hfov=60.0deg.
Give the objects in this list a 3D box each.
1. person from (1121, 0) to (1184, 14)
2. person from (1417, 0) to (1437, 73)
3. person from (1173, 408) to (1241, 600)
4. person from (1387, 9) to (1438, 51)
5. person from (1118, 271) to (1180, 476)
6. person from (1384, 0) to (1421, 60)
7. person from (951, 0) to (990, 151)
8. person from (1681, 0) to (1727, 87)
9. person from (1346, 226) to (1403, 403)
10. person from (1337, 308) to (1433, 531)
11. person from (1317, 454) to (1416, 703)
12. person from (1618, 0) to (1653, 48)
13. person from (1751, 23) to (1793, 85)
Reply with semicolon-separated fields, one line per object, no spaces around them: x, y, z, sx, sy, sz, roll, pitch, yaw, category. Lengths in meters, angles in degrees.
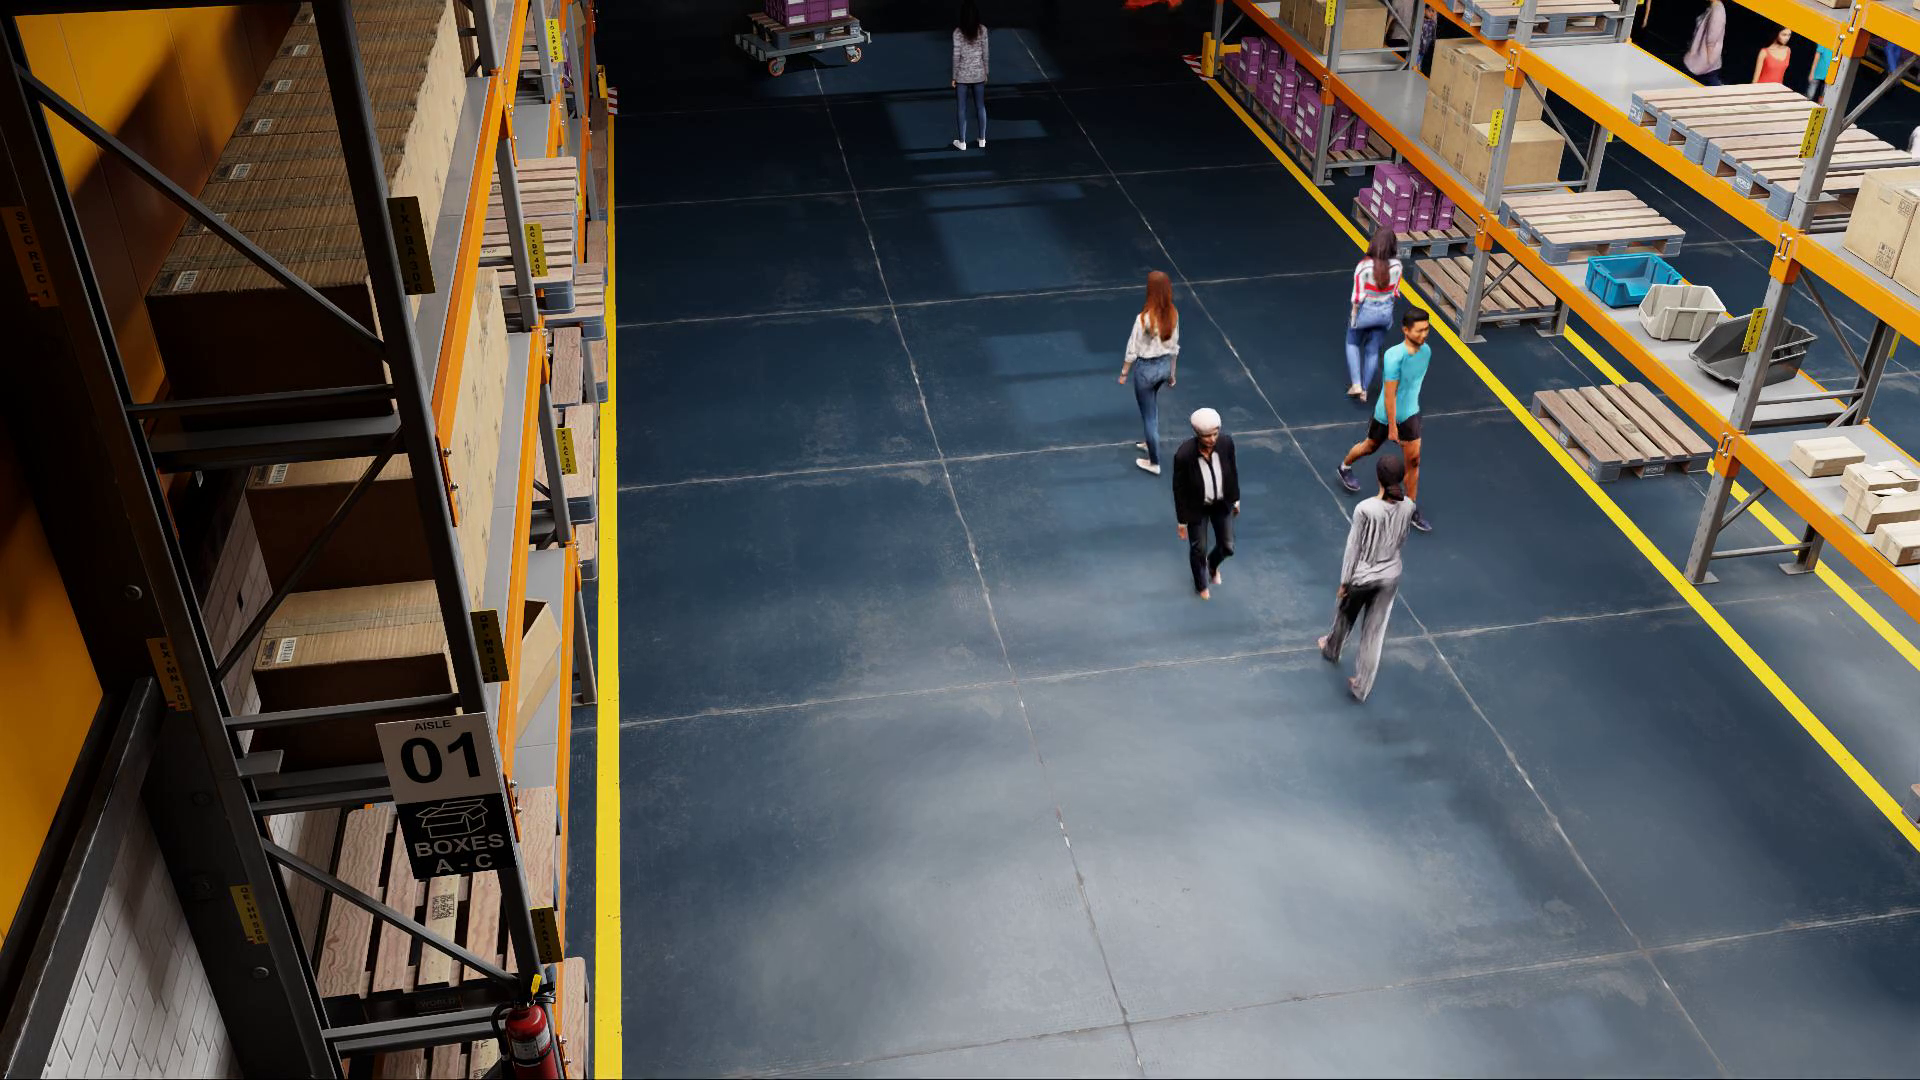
2.839;-8.450;23.961;1.023;1.773;1.169;9;35;13;person
5.821;-6.300;21.216;0.627;1.232;0.718;-18;37;-25;person
1.769;-0.273;11.868;0.771;1.757;0.707;-9;35;-13;person
6.433;-7.559;22.668;0.980;1.720;1.152;-27;42;-34;person
1.593;-1.295;13.251;0.722;1.713;0.788;-23;40;-30;person
5.482;-6.159;20.586;0.643;1.693;1.043;-7;34;-10;person
0.115;-5.453;19.490;0.635;1.731;0.559;-10;35;-15;person
9.162;-5.925;20.227;1.159;1.701;1.186;15;37;22;person
3.557;-1.888;14.244;0.640;1.601;0.656;-1;34;-1;person
3.264;-0.986;12.772;0.855;1.728;1.263;-17;37;-24;person
2.713;0.302;10.819;0.653;1.745;0.905;-3;34;-5;person
8.807;-6.844;21.705;0.979;1.595;1.106;14;36;21;person
9.111;-5.028;18.861;0.625;1.719;0.559;-11;35;-16;person
